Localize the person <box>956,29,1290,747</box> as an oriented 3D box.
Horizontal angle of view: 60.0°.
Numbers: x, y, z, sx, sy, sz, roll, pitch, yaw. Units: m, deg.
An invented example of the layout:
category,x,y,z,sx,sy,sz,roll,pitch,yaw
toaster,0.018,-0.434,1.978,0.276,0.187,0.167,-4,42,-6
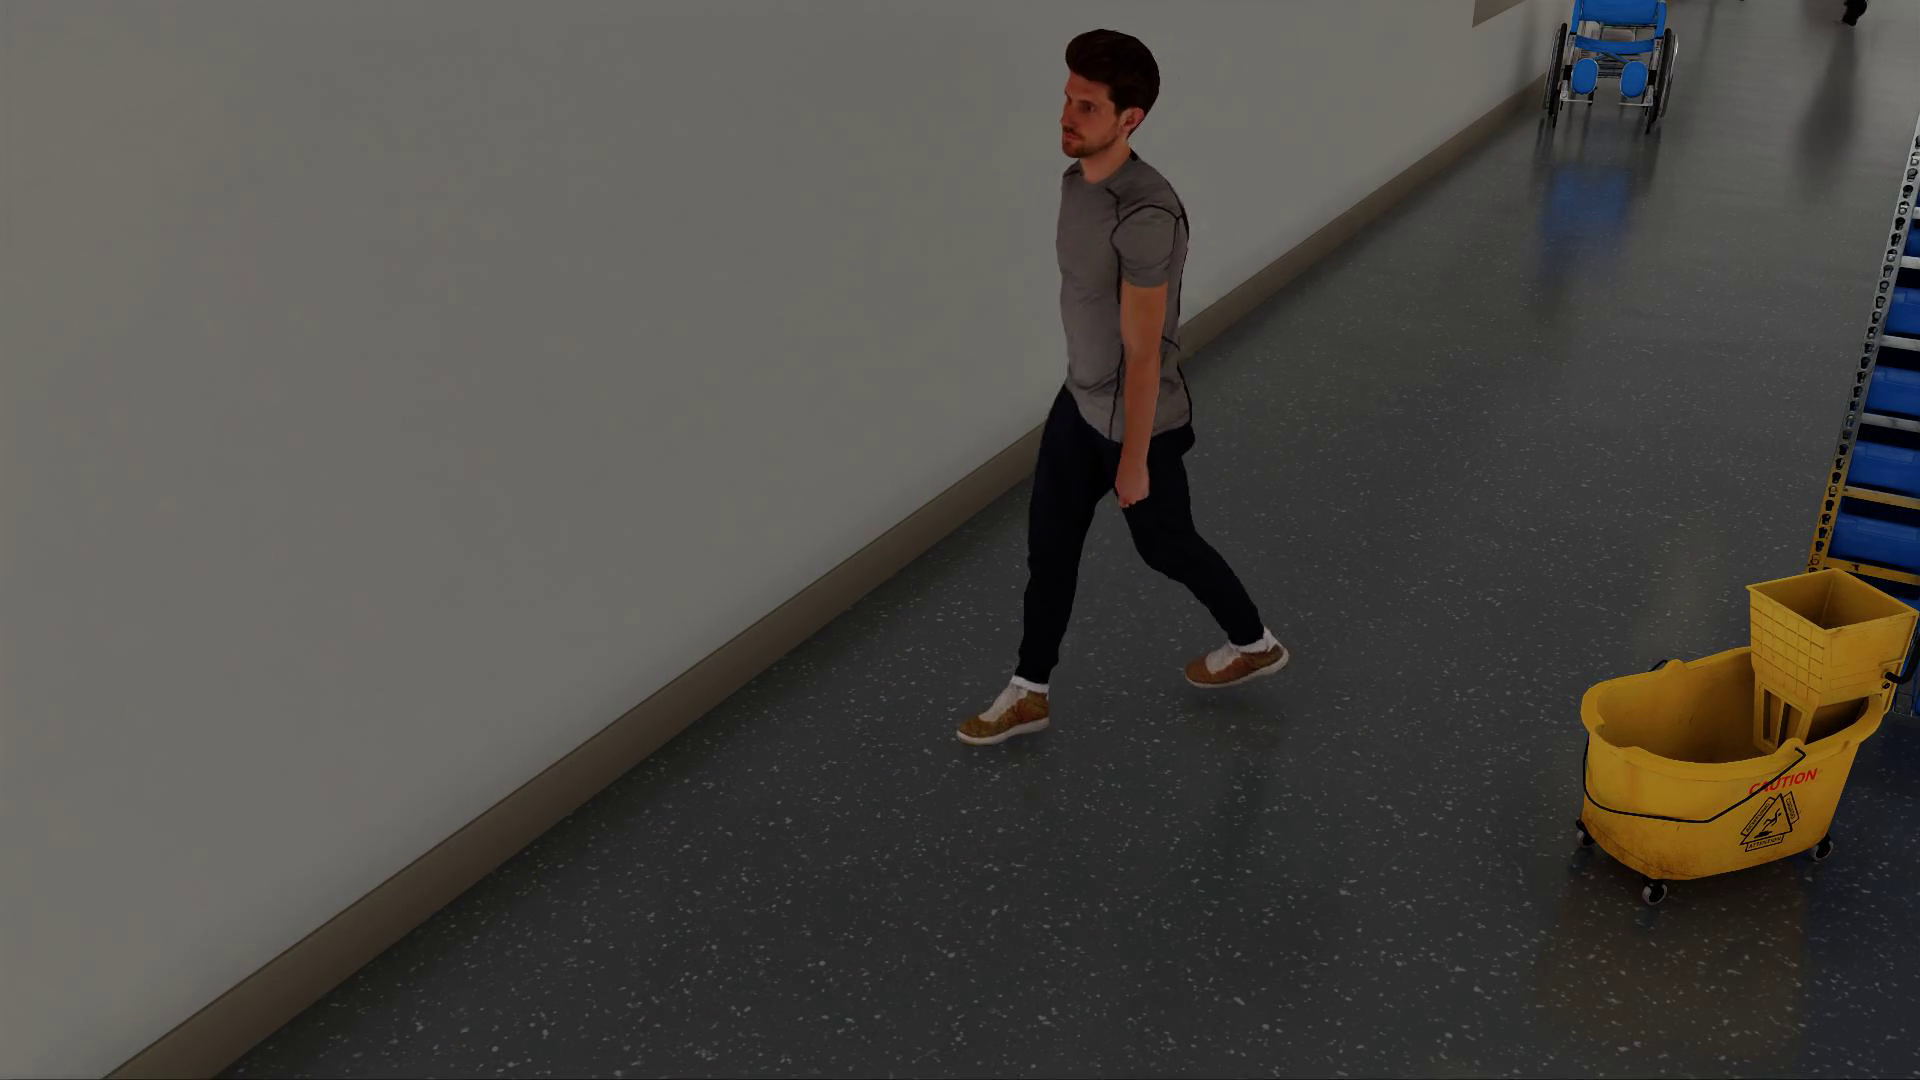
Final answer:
category,x,y,z,sx,sy,sz,roll,pitch,yaw
person,0.485,-0.323,4.213,1.198,1.840,1.238,-8,27,-16
